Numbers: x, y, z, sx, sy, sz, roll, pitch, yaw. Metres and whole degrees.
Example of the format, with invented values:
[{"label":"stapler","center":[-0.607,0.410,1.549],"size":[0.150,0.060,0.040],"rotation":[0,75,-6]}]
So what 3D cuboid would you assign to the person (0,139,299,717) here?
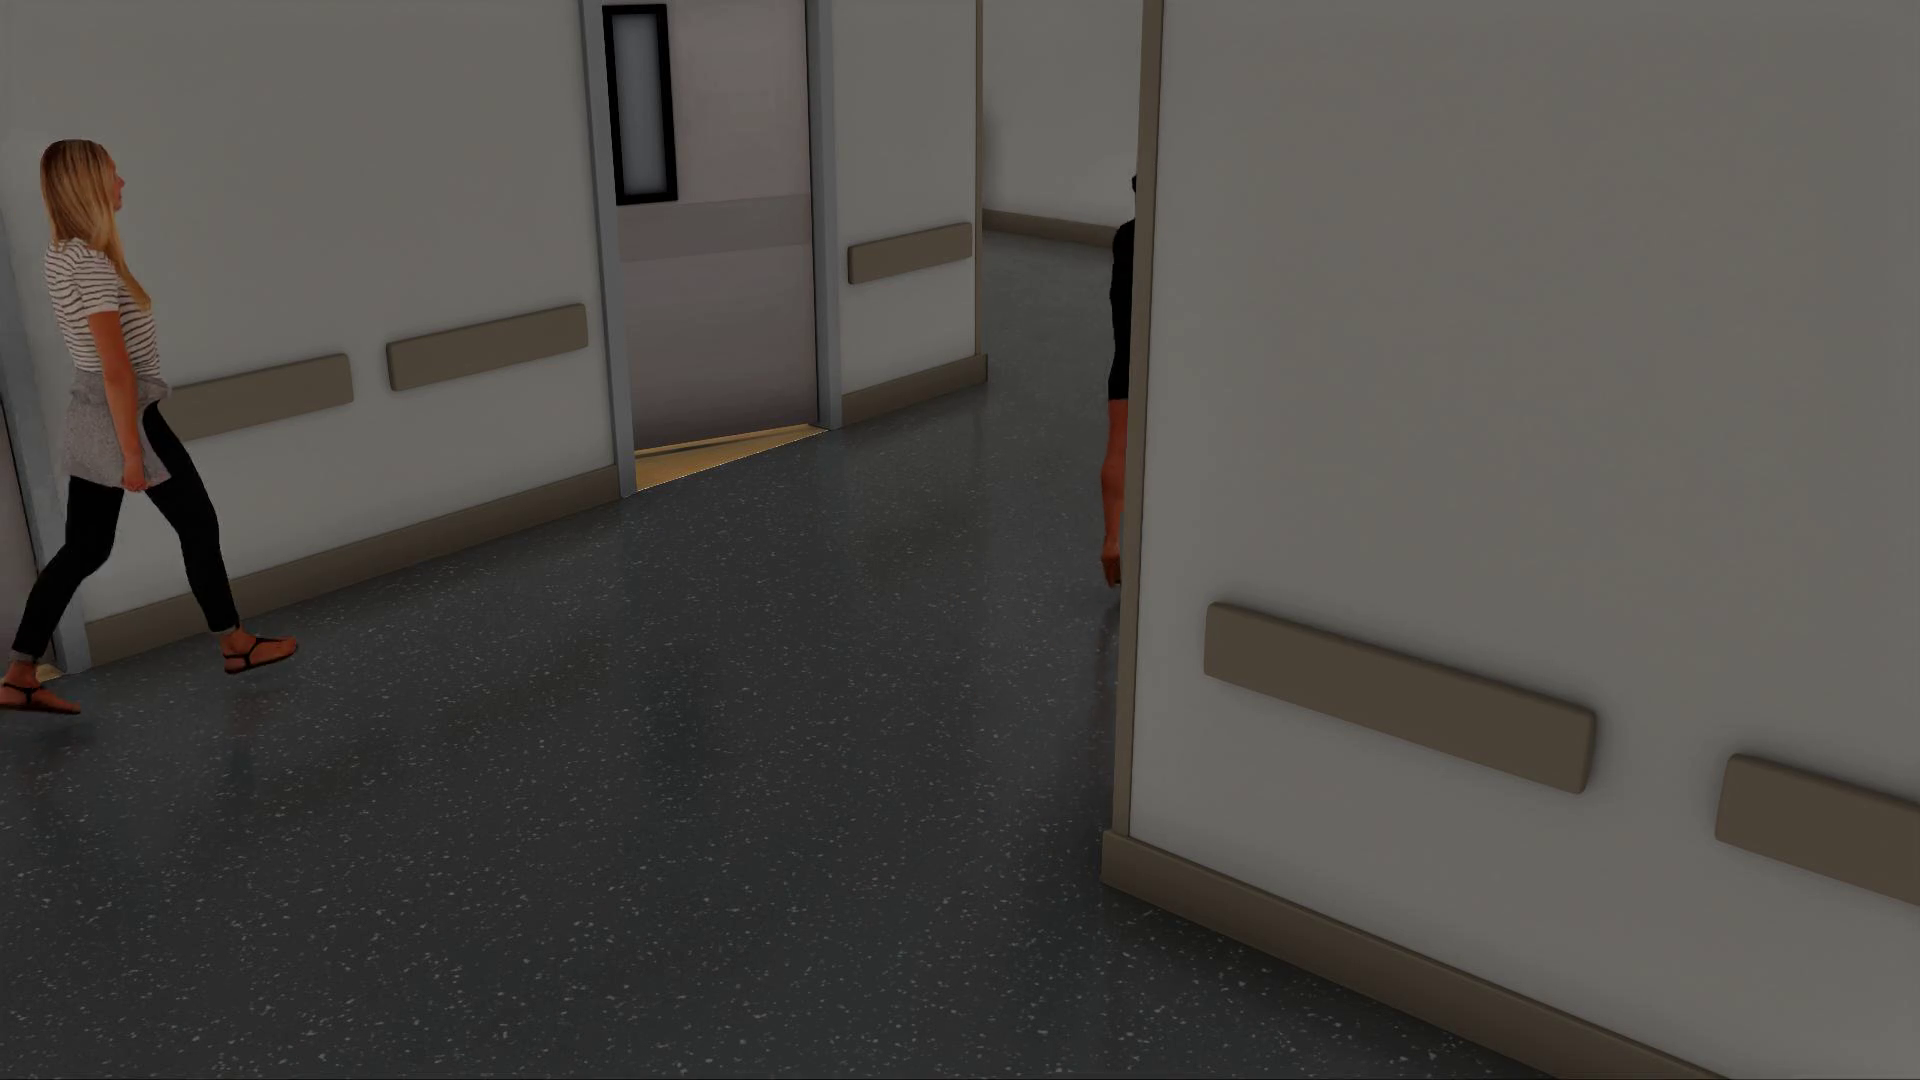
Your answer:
[{"label":"person","center":[-2.702,-0.279,5.122],"size":[0.598,1.788,1.144],"rotation":[16,26,36]}]
